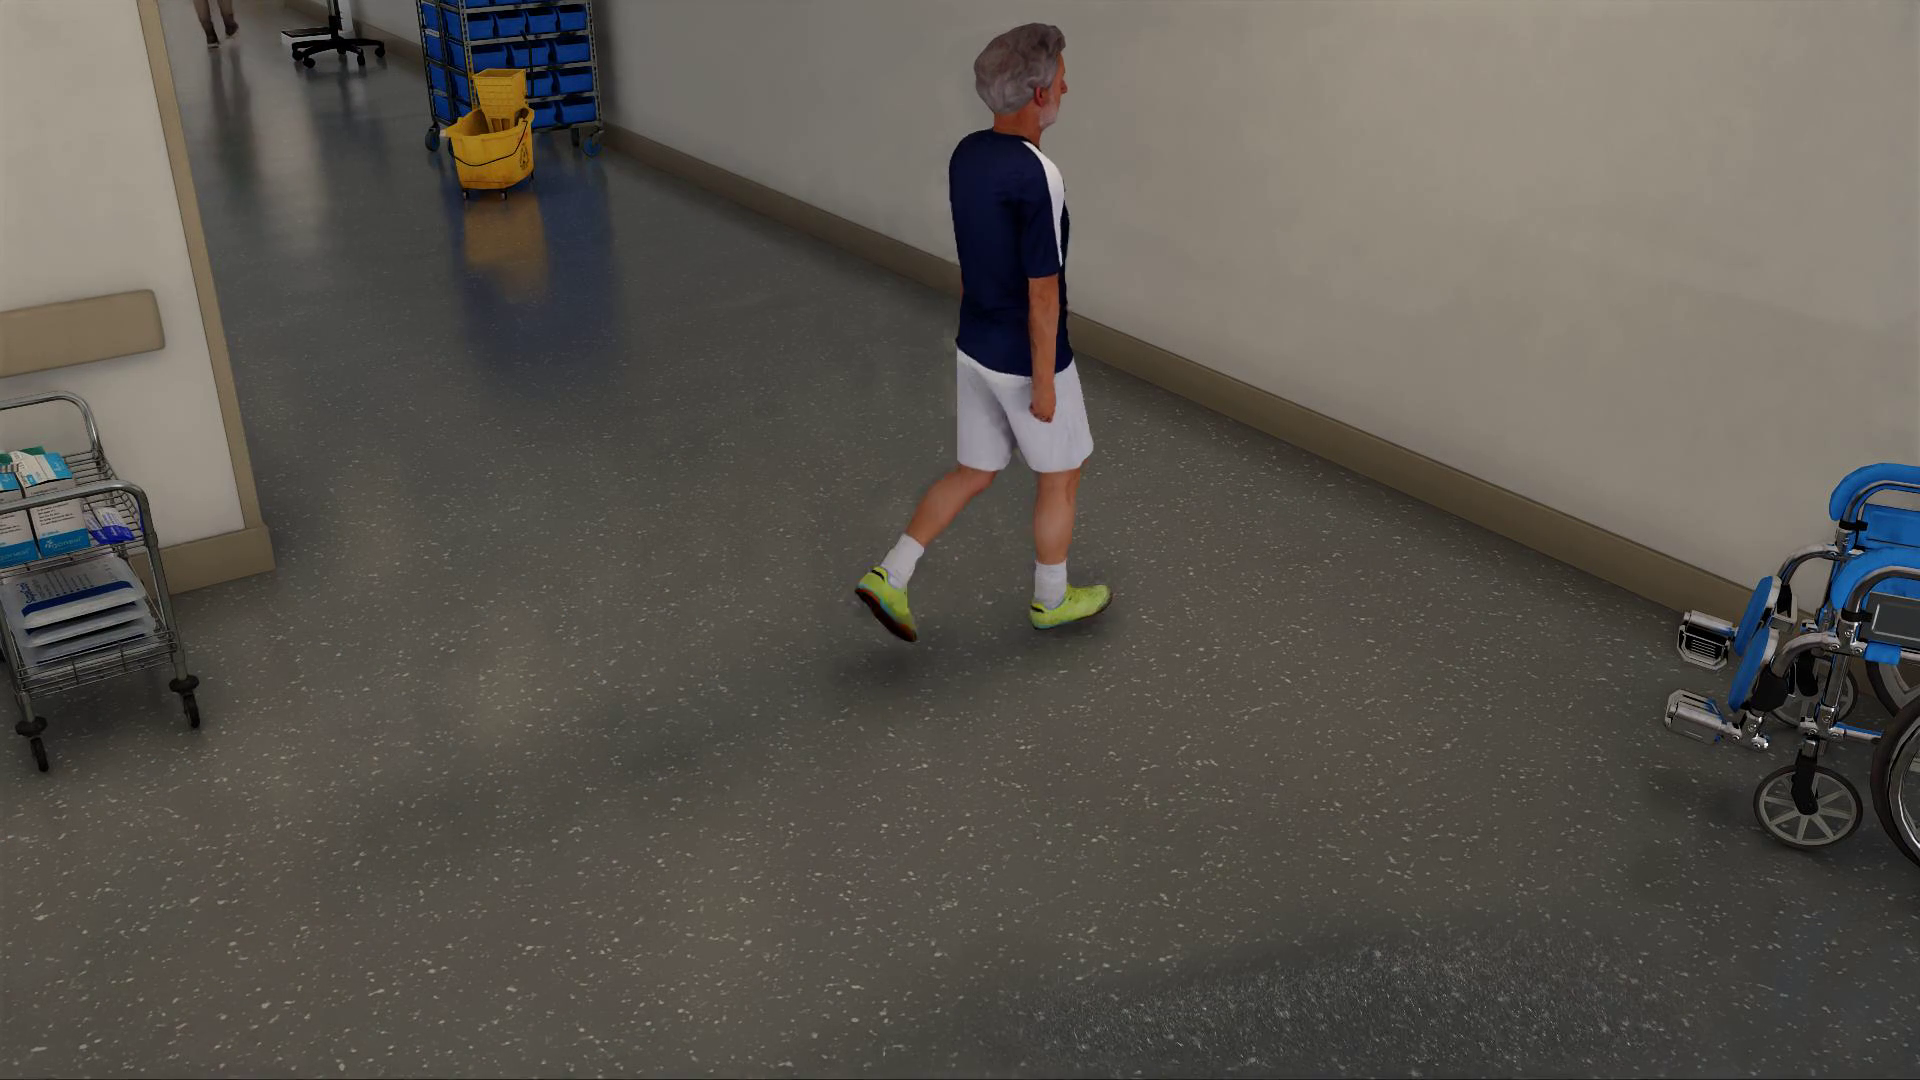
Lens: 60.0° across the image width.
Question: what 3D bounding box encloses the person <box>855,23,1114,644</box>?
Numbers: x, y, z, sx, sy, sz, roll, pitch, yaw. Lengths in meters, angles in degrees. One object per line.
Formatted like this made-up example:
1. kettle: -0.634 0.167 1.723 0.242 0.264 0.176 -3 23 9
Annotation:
1. person: 0.077 -0.505 4.695 1.062 1.814 0.635 -16 30 -30

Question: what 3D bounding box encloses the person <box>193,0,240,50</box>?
1. person: -6.612 -5.114 14.471 1.031 1.624 0.903 -7 27 -15
